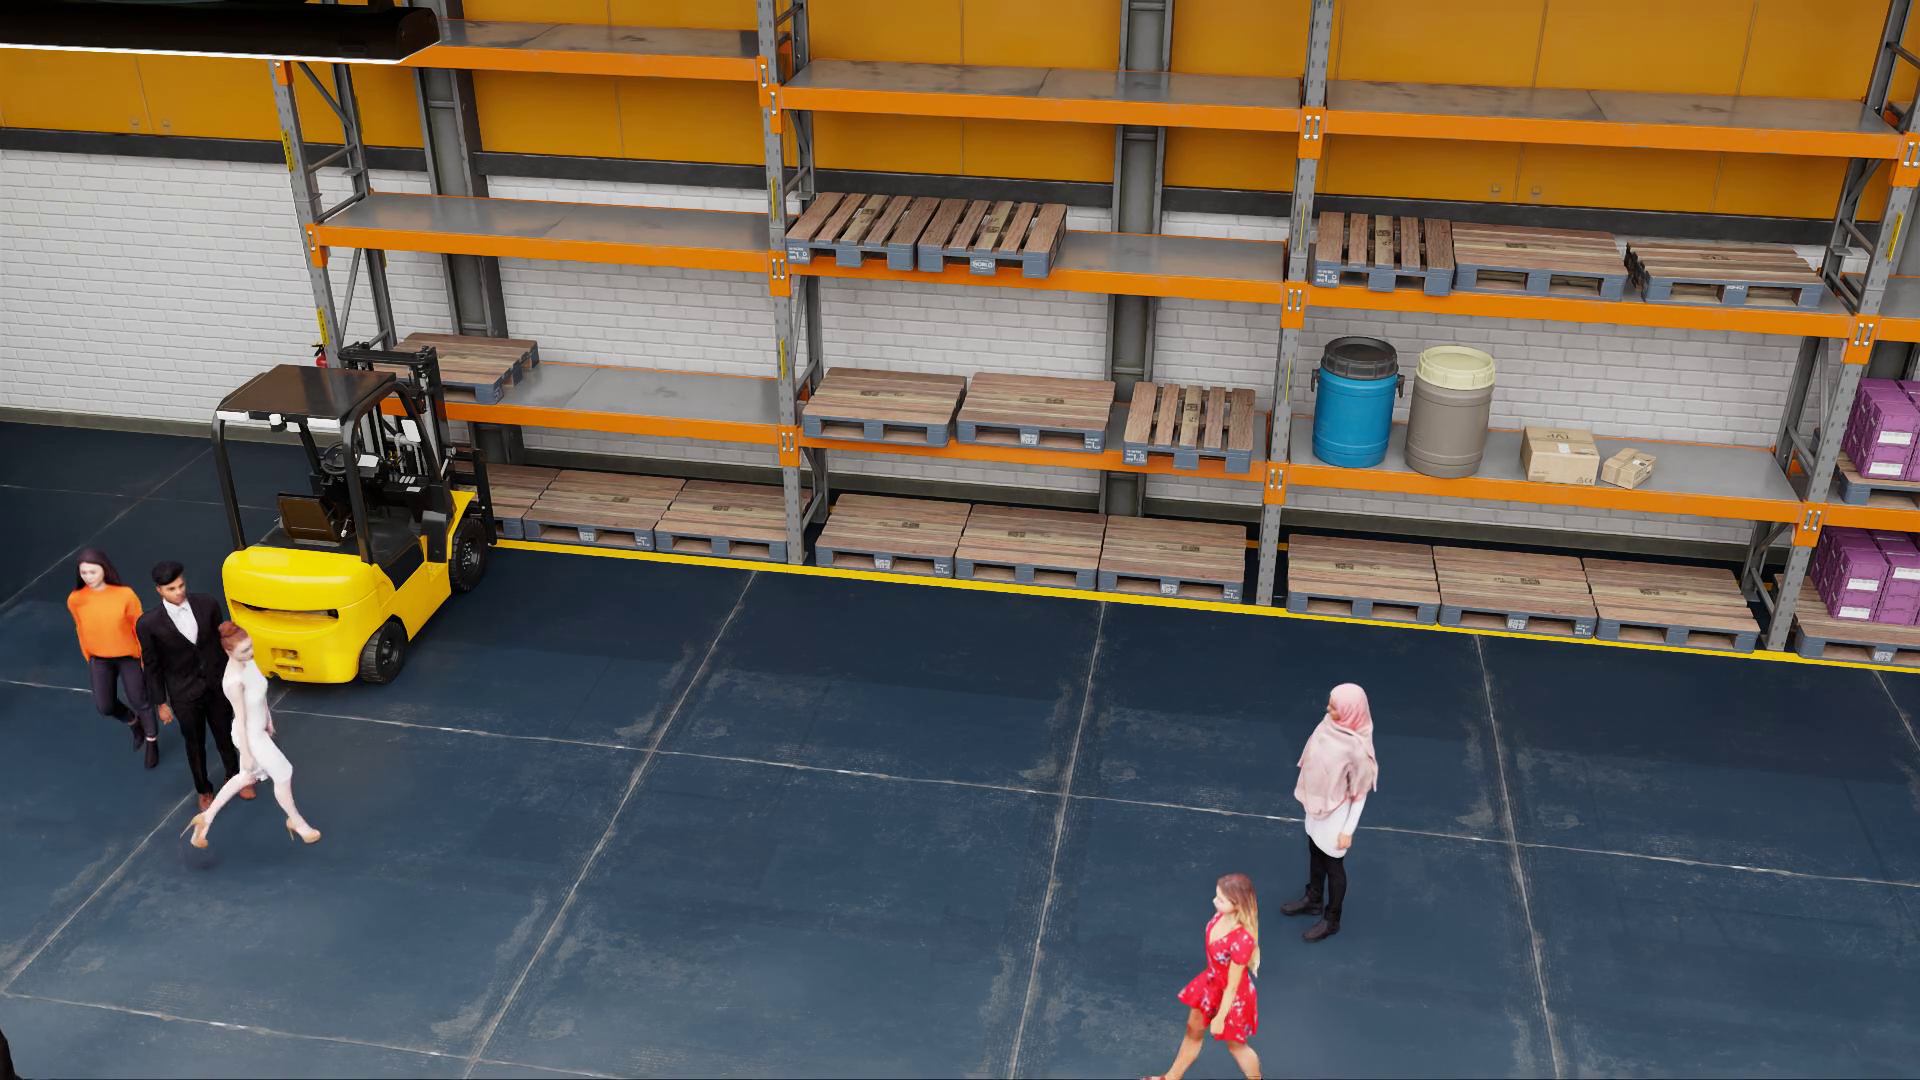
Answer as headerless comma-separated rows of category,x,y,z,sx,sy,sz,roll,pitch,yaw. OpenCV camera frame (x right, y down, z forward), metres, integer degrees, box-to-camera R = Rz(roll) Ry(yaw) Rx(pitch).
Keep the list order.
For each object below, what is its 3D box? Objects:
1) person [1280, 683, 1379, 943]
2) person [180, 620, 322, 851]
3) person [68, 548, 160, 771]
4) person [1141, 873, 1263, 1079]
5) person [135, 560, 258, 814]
person,2.229,1.606,9.938,0.741,1.803,0.728,-8,30,-15
person,-4.583,1.296,10.546,1.101,1.765,0.841,-7,29,-13
person,-5.804,0.775,11.532,0.700,1.735,0.774,-3,29,-6
person,1.480,2.395,8.742,0.968,1.564,0.717,-1,29,-3
person,-5.071,0.950,11.060,0.773,1.881,0.787,-24,37,-37
